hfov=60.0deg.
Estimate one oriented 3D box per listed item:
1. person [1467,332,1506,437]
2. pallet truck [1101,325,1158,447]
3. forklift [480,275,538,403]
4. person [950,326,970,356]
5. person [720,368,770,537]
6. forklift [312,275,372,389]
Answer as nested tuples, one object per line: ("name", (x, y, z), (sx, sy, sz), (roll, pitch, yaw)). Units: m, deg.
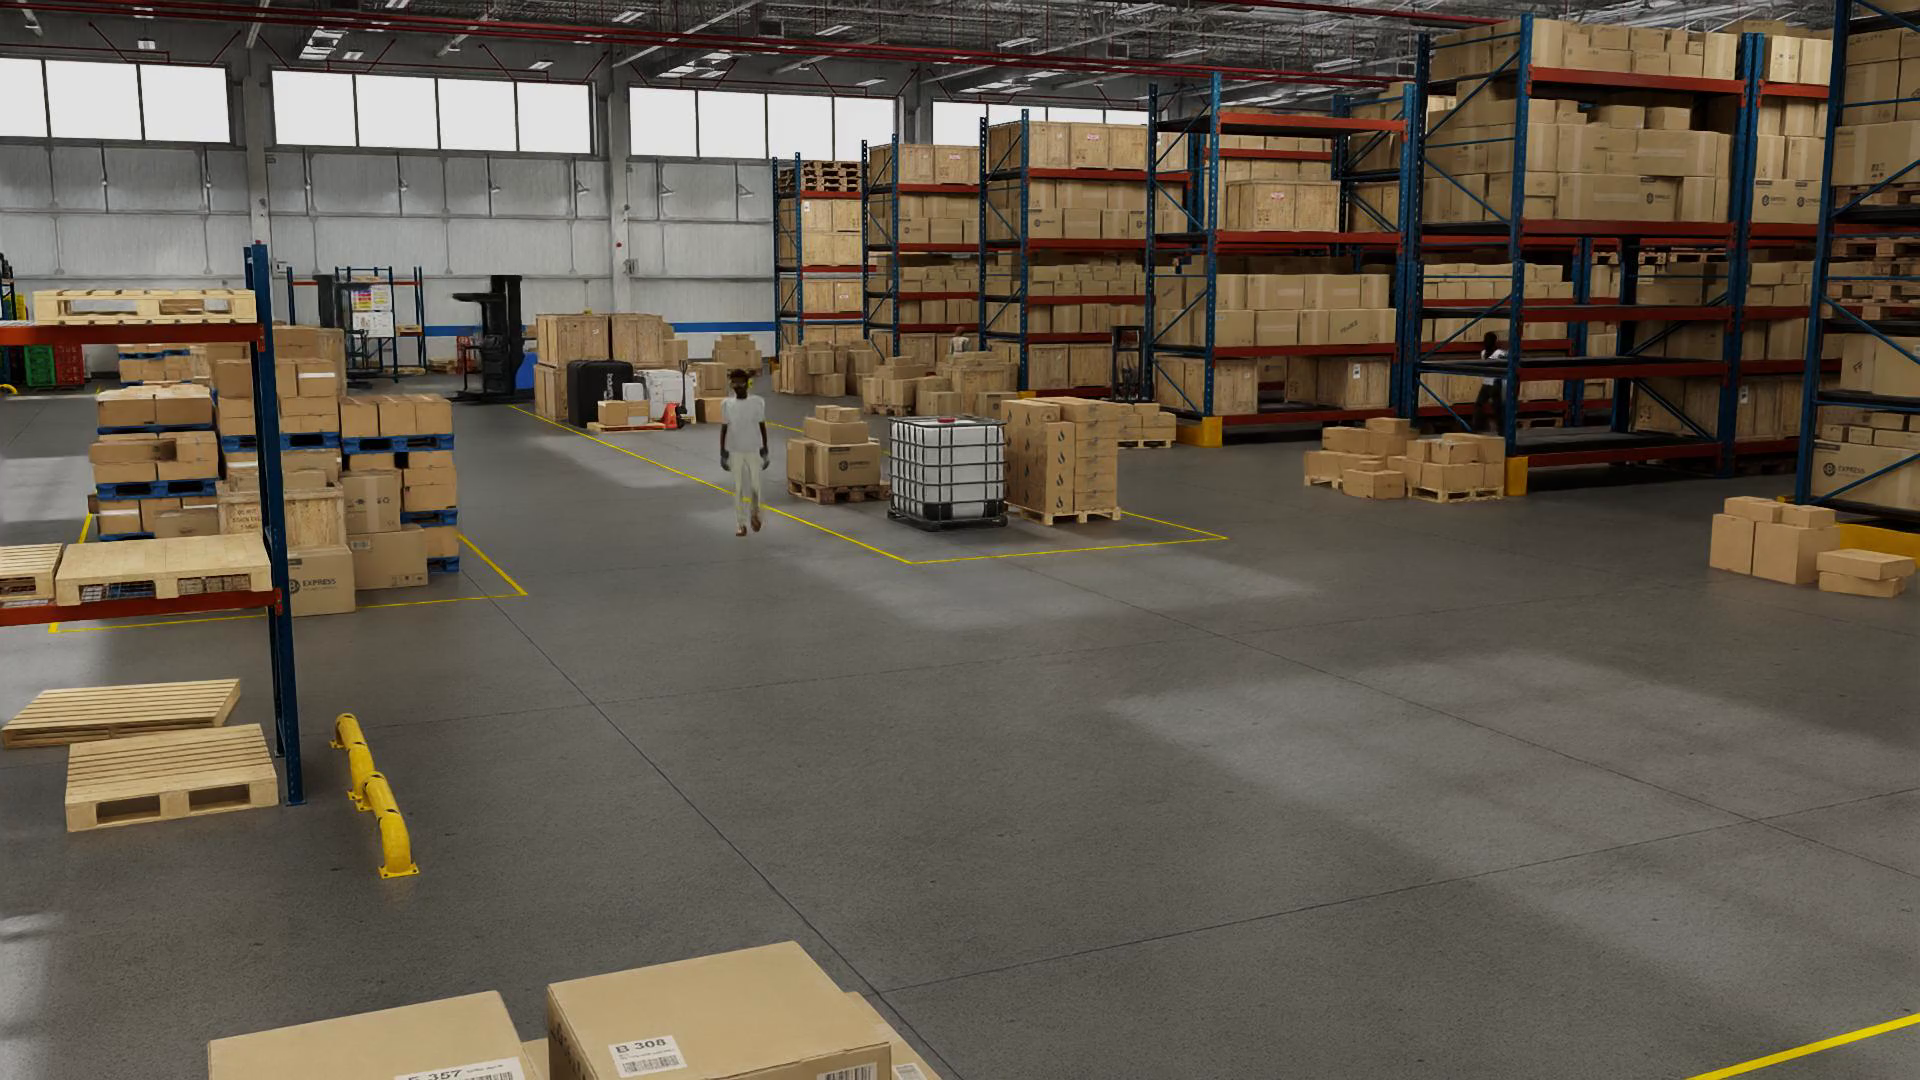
("person", (8.957, -2.599, 28.317), (0.930, 1.874, 0.613), (-3, 10, -18))
("pallet truck", (2.881, -2.596, 27.923), (0.823, 1.965, 1.885), (-1, 9, -7))
("forklift", (-10.035, -4.501, 37.010), (1.873, 2.768, 1.129), (-7, 12, -39))
("person", (0.001, -4.165, 38.760), (0.512, 1.642, 0.312), (4, 10, 25))
("person", (-2.356, -0.948, 18.152), (0.548, 1.852, 0.392), (0, 9, -2))
("forklift", (-15.427, -5.064, 40.507), (1.873, 2.768, 1.129), (-4, 10, -23))
